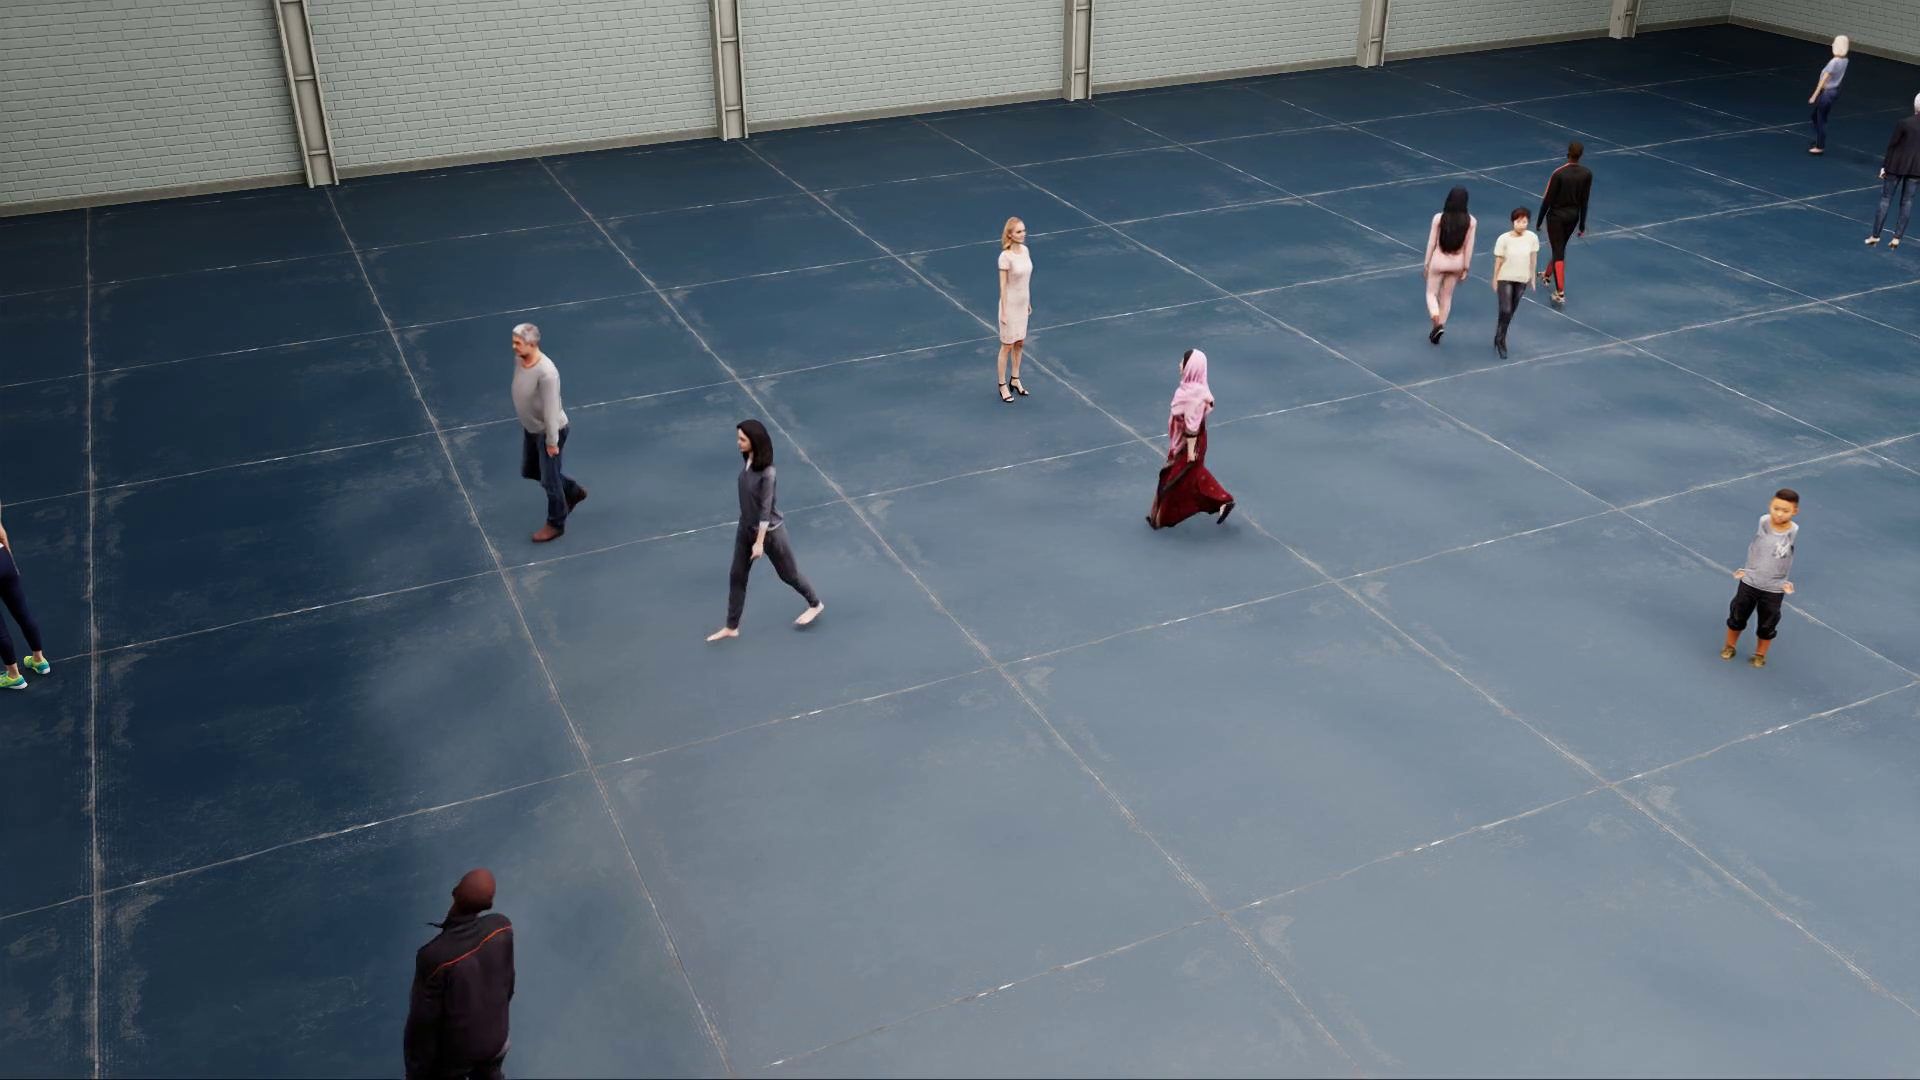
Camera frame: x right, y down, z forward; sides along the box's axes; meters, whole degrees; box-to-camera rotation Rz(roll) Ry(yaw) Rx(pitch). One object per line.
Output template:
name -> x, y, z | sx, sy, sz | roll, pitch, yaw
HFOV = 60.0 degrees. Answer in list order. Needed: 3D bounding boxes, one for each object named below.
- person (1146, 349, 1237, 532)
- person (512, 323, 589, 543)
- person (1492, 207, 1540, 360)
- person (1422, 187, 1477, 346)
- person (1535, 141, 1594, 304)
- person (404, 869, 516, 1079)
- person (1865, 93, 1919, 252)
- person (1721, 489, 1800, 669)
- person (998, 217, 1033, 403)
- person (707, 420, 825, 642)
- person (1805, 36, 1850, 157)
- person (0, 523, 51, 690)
person -> 1.959, -0.810, 13.709 | 1.094, 1.617, 0.997 | 6, 29, 11
person -> -3.339, -0.917, 13.612 | 0.914, 1.896, 0.854 | -21, 34, -33
person -> 5.725, -2.716, 17.337 | 0.717, 1.572, 0.760 | -5, 28, -9
person -> 5.089, -2.809, 17.367 | 0.906, 1.708, 0.914 | 2, 28, 4
person -> 6.792, -3.534, 18.671 | 1.207, 1.760, 1.008 | -1, 28, -2
person -> -2.278, 2.326, 7.650 | 0.980, 1.777, 0.779 | 16, 32, 28
person -> 10.520, -4.138, 18.581 | 0.814, 1.778, 0.792 | 8, 29, 14
person -> 5.784, 0.230, 11.931 | 0.630, 1.453, 0.640 | 18, 33, 30
person -> 0.516, -2.254, 16.194 | 0.695, 1.831, 0.561 | 23, 36, 36
person -> -1.353, -0.062, 12.198 | 1.197, 1.718, 0.737 | -17, 33, -29
person -> 12.701, -6.435, 24.169 | 0.716, 1.713, 0.613 | 25, 37, 38
person -> -6.776, 0.251, 11.627 | 0.740, 1.701, 0.666 | 12, 30, 21
